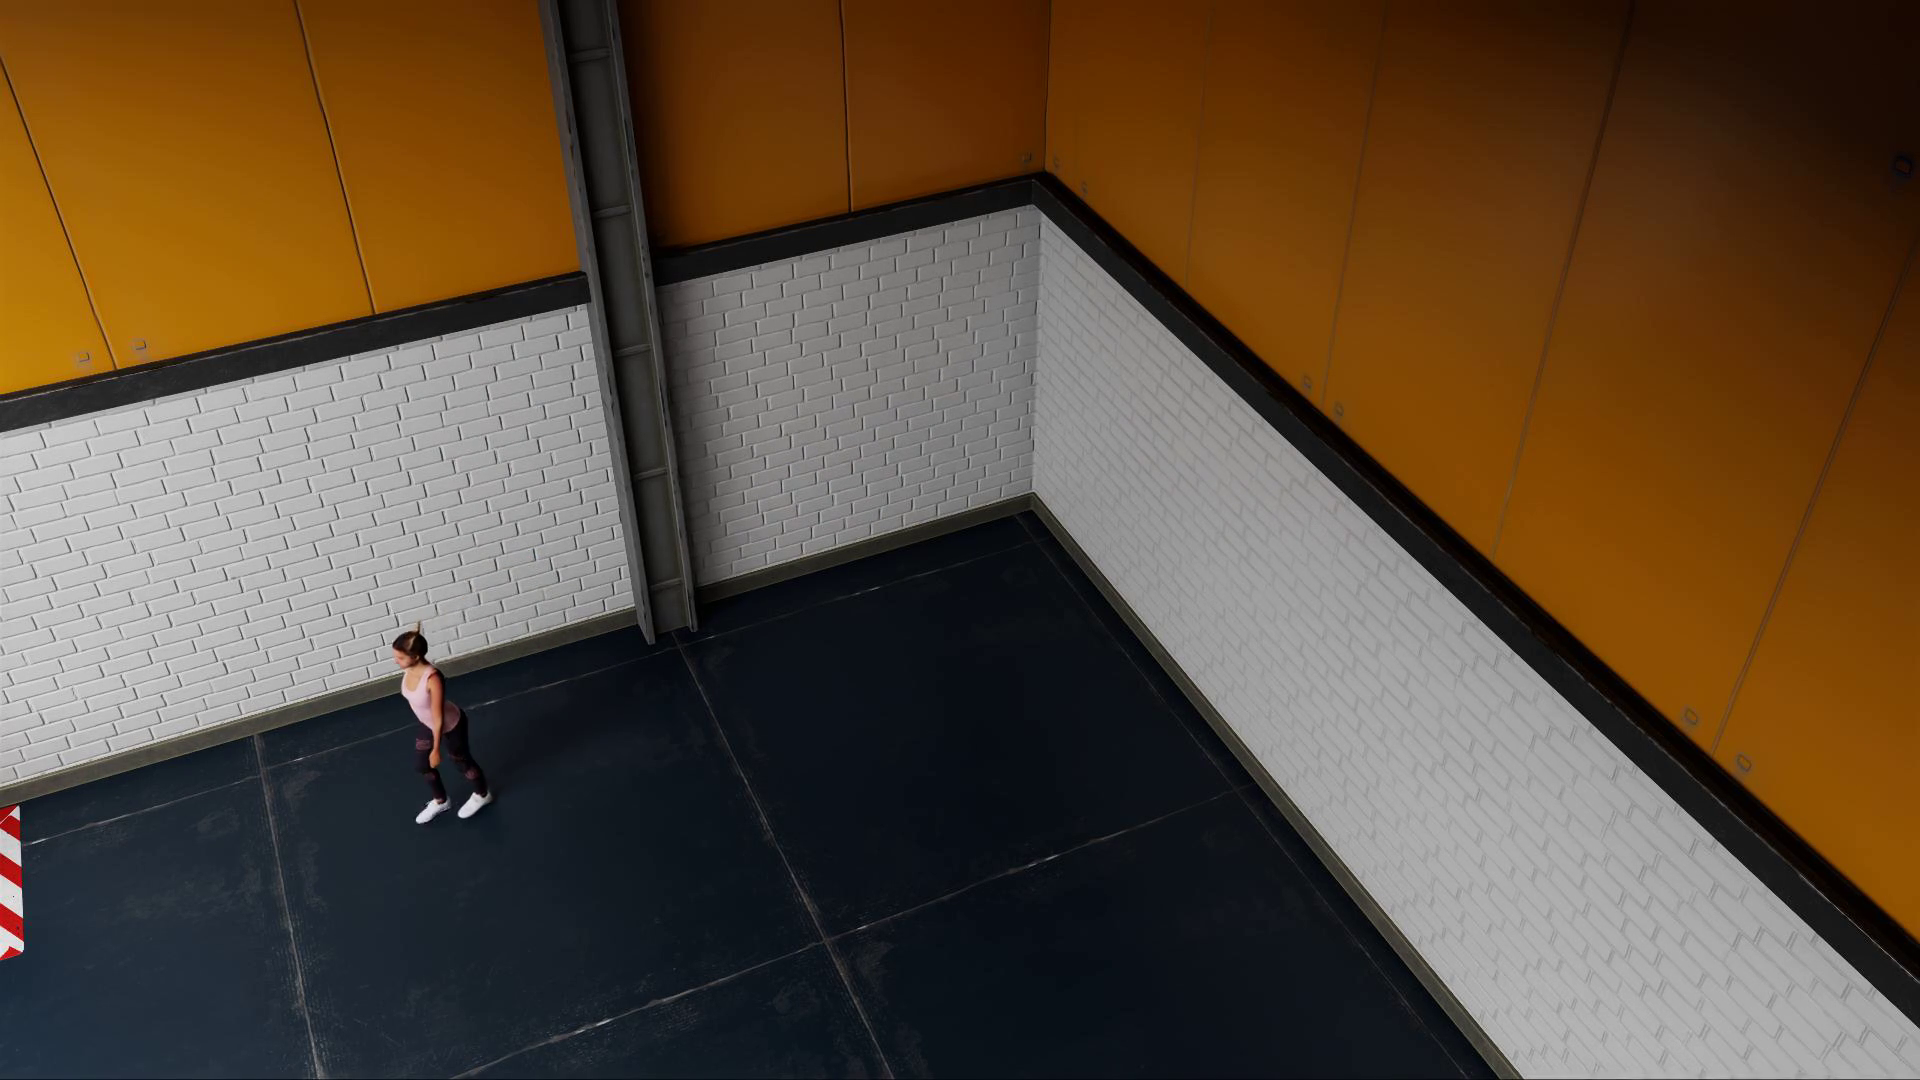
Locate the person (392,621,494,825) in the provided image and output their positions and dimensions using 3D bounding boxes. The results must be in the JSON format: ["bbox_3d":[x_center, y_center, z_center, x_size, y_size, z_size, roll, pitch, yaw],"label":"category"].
[{"bbox_3d":[-3.262,1.146,10.722,0.710,1.633,0.815,27,46,30],"label":"person"}]
